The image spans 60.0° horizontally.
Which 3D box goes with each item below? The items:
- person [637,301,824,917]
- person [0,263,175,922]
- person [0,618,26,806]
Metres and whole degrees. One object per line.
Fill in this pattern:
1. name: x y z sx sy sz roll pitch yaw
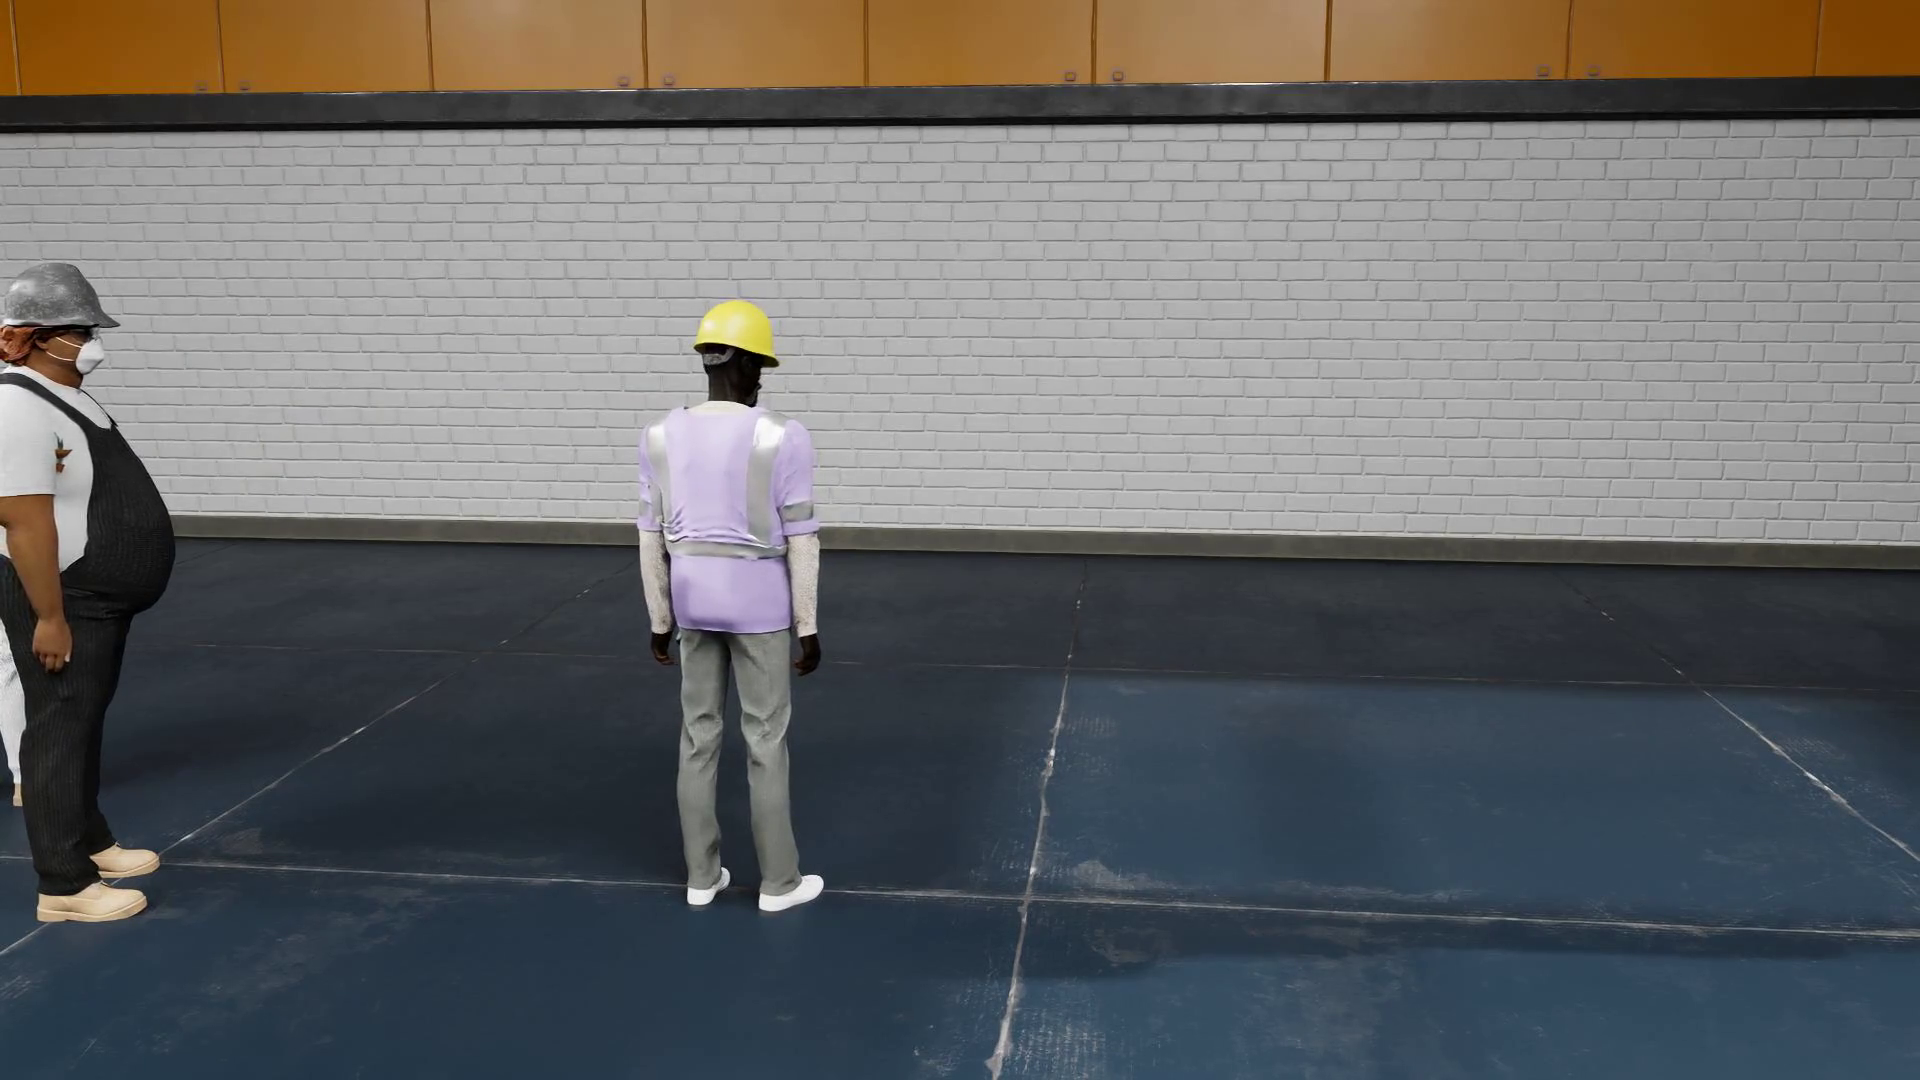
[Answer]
1. person: -0.705 0.222 5.201 0.587 1.916 0.392 3 10 18
2. person: -2.758 0.152 5.240 0.536 2.000 0.688 -3 10 -18
3. person: -3.660 0.087 6.203 0.622 1.838 0.429 1 10 6
